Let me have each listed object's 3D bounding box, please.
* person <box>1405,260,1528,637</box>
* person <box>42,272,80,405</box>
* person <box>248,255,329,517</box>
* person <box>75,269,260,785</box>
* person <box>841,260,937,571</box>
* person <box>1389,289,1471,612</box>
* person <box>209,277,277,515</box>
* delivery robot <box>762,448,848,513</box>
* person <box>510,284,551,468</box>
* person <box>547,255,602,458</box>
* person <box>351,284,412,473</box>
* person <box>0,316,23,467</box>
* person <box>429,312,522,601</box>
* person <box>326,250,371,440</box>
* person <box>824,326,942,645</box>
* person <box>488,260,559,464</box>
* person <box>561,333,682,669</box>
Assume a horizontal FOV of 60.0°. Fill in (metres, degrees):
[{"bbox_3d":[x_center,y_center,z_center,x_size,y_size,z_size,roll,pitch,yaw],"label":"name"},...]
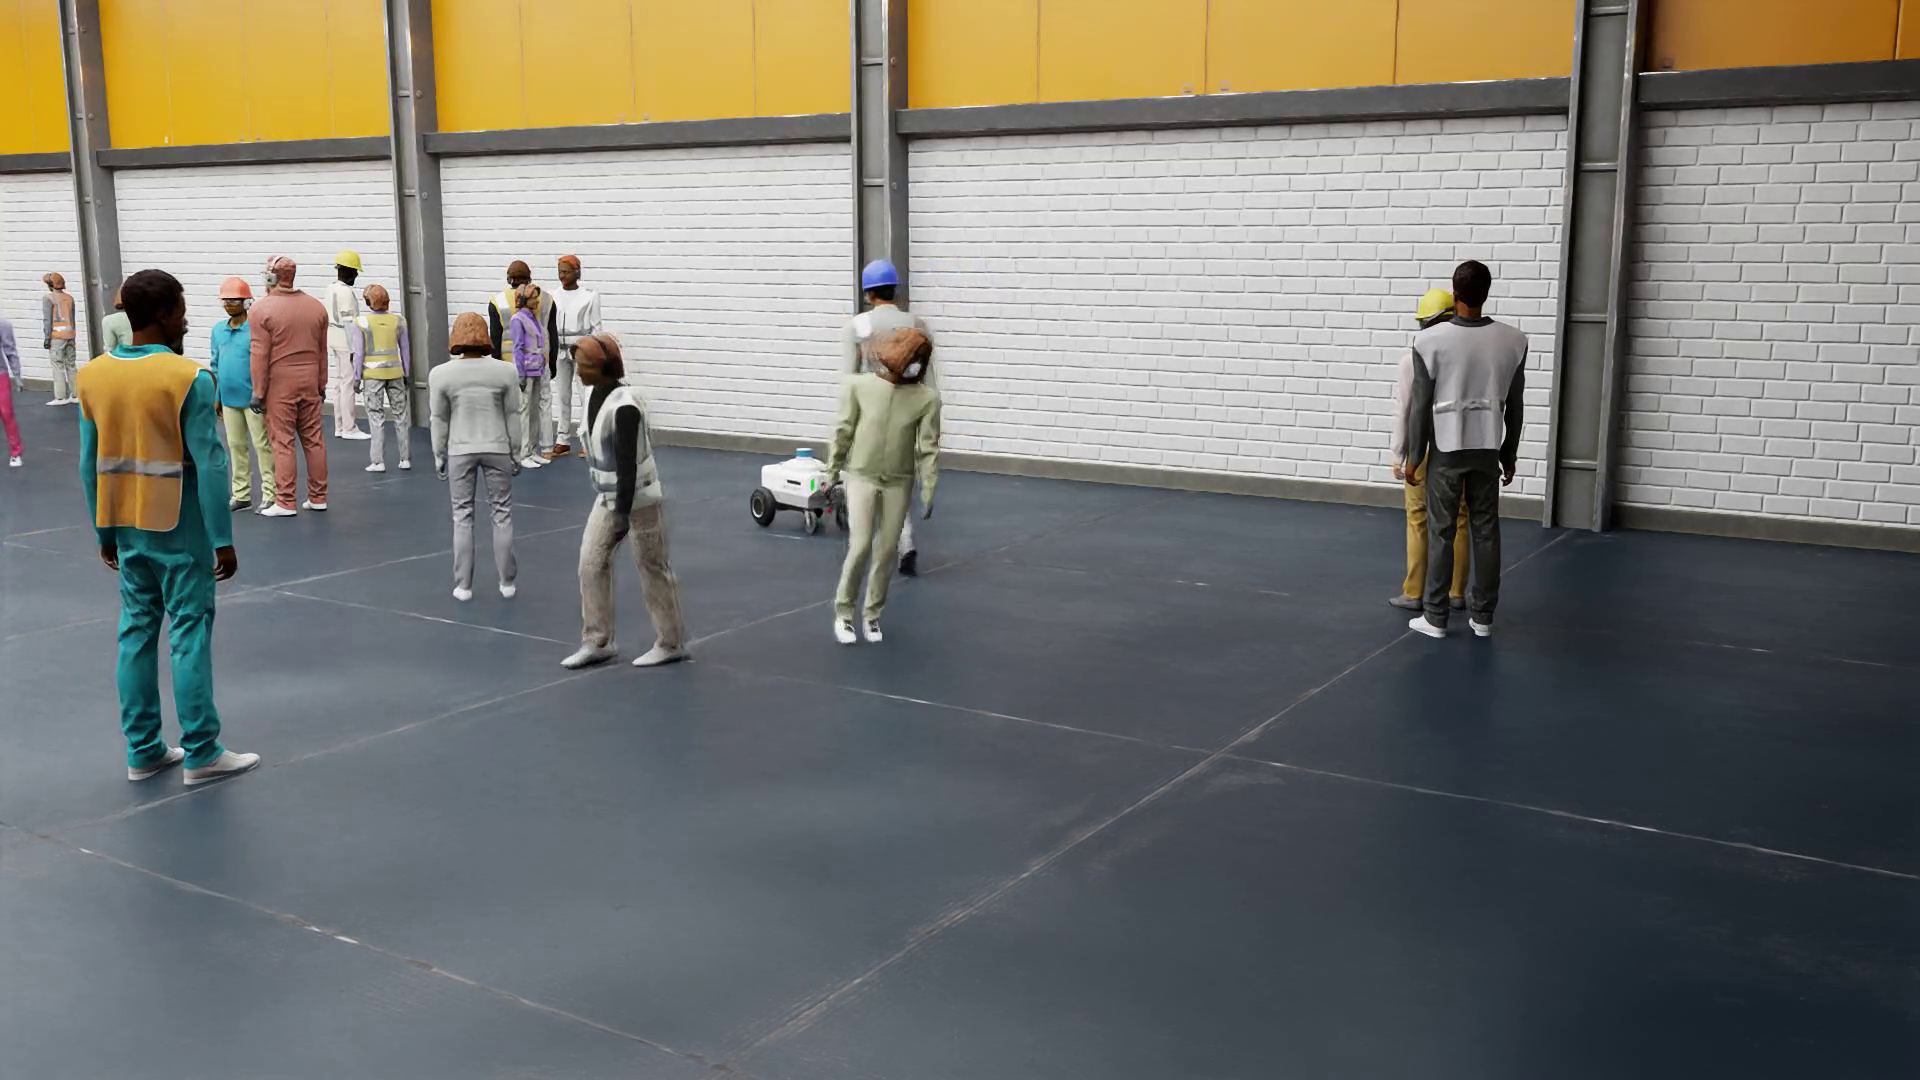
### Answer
[{"bbox_3d":[2.564,-0.450,8.462,0.591,1.919,0.392,-1,10,-4],"label":"person"},{"bbox_3d":[-11.054,-2.470,20.455,0.321,1.631,0.527,2,10,9],"label":"person"},{"bbox_3d":[-4.945,-1.127,12.233,0.407,1.913,0.641,6,12,30],"label":"person"},{"bbox_3d":[-2.978,-0.039,6.189,0.596,1.915,0.370,3,11,16],"label":"person"},{"bbox_3d":[-0.397,-0.776,10.322,0.608,1.910,0.909,-6,12,-29],"label":"person"},{"bbox_3d":[2.593,-0.480,9.085,0.525,1.761,0.341,-2,10,-12],"label":"person"},{"bbox_3d":[-5.299,-1.061,12.291,0.572,1.753,0.332,3,11,17],"label":"person"},{"bbox_3d":[-1.093,-0.403,11.708,0.477,0.478,0.707,-8,13,-37],"label":"delivery robot"},{"bbox_3d":[-3.854,-1.466,14.868,0.310,1.638,0.523,1,10,4],"label":"person"},{"bbox_3d":[-3.614,-1.703,15.507,0.572,1.883,0.353,3,11,14],"label":"person"},{"bbox_3d":[-5.046,-1.407,14.528,0.523,1.643,0.310,-9,14,-42],"label":"person"},{"bbox_3d":[-8.672,-1.449,14.856,0.528,1.640,0.328,-2,10,-13],"label":"person"},{"bbox_3d":[-2.718,-0.468,9.380,0.493,1.625,0.280,-3,11,-16],"label":"person"},{"bbox_3d":[-6.218,-1.976,16.926,0.388,1.914,0.593,-7,12,-33],"label":"person"},{"bbox_3d":[-0.380,-0.265,8.303,0.574,1.594,0.411,-2,10,-10],"label":"person"},{"bbox_3d":[-3.958,-1.609,15.103,0.624,1.843,0.429,-5,11,-26],"label":"person"},{"bbox_3d":[-1.603,-0.167,7.750,0.643,1.595,0.519,-8,13,-37],"label":"person"}]
